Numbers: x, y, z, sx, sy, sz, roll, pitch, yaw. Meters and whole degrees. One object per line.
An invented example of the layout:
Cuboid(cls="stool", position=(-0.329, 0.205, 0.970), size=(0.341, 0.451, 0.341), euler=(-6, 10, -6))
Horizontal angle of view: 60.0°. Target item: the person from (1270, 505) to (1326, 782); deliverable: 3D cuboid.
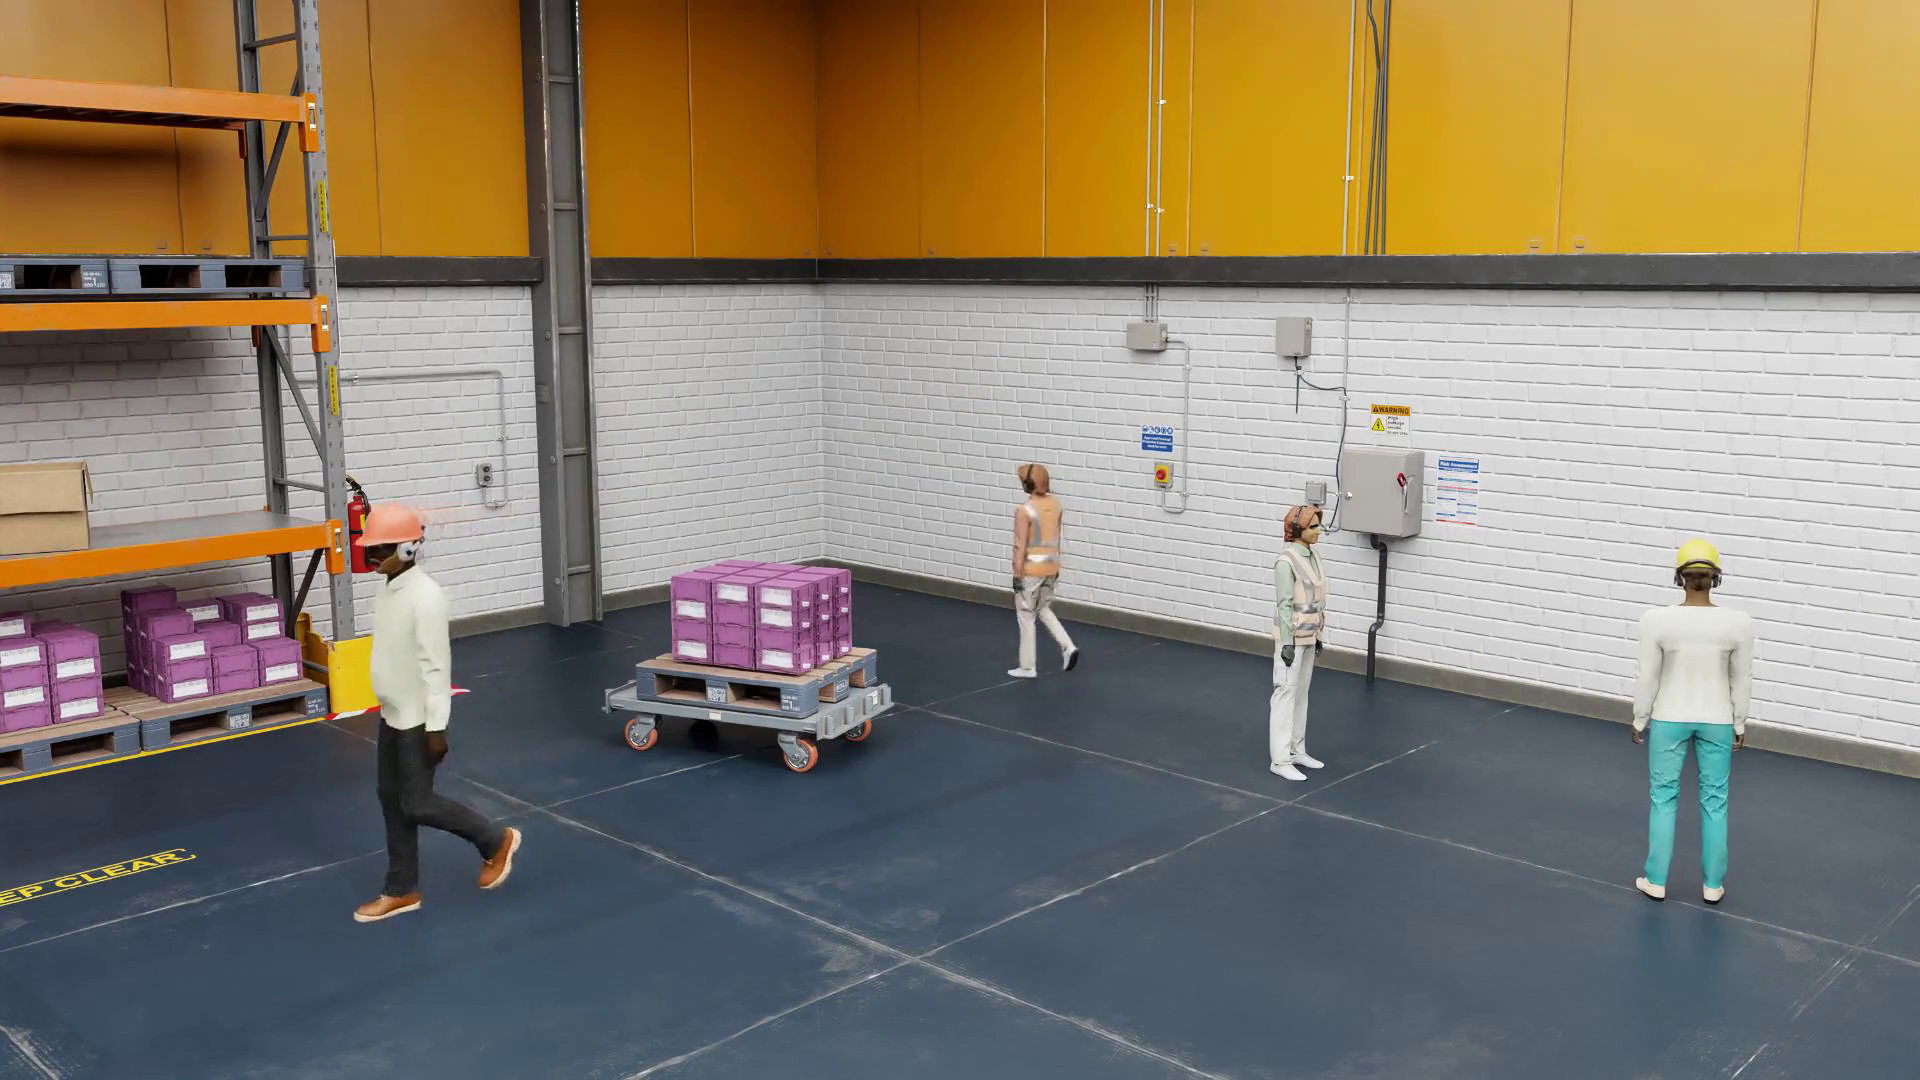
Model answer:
Cuboid(cls="person", position=(2.022, 0.603, 9.957), size=(0.307, 1.641, 0.514), euler=(6, 11, 32))

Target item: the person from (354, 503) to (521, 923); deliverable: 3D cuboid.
Cuboid(cls="person", position=(-2.498, 0.791, 7.785), size=(0.672, 1.978, 0.624), euler=(-7, 12, -38))

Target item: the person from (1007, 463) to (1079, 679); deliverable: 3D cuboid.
Cuboid(cls="person", position=(0.600, 0.238, 12.236), size=(0.463, 1.620, 0.528), euler=(8, 12, 40))

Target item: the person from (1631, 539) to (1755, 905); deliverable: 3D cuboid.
Cuboid(cls="person", position=(3.490, 0.869, 7.963), size=(0.524, 1.760, 0.326), euler=(2, 10, 13))
